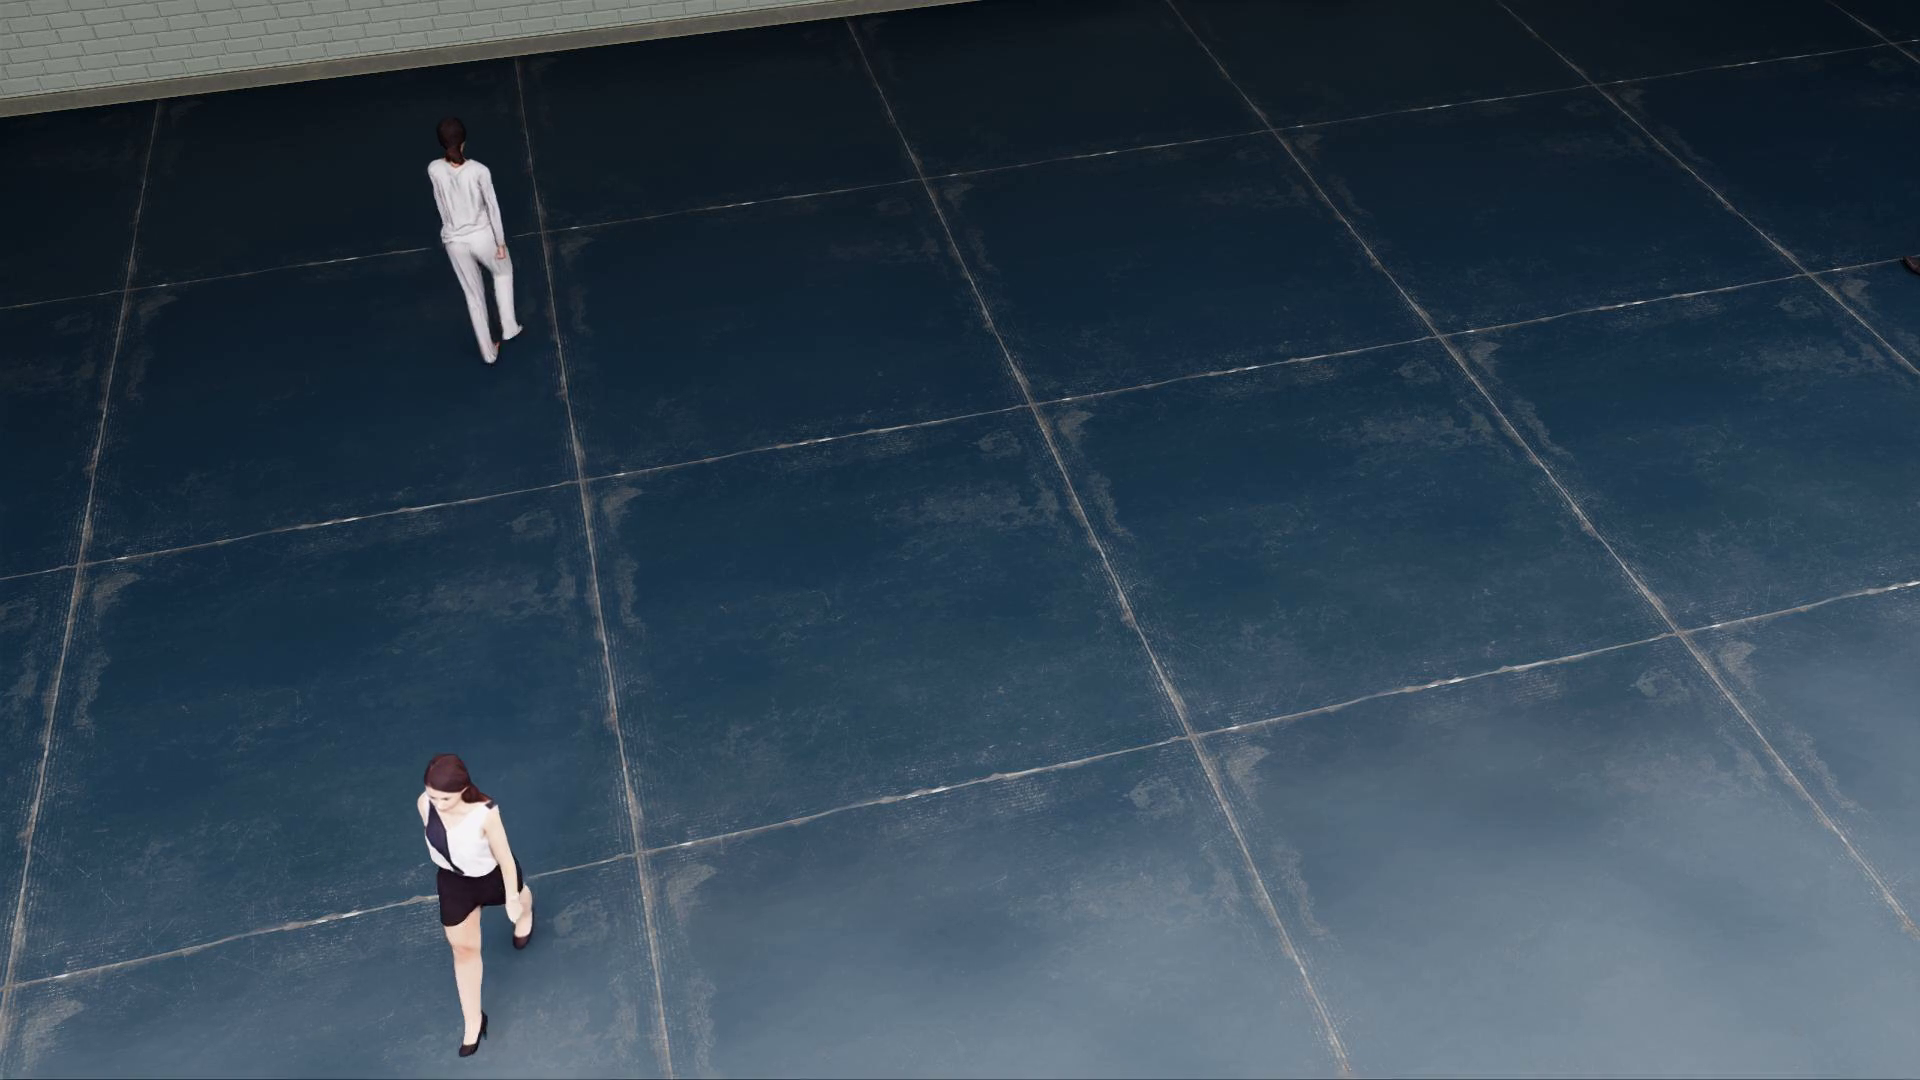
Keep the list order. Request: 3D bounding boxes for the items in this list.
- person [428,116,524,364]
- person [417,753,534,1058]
[{"bbox_3d":[-3.226,-1.917,10.952,0.691,1.757,0.764,-1,43,-2],"label":"person"},{"bbox_3d":[-2.113,1.453,7.456,0.869,1.603,1.157,5,43,6],"label":"person"}]
